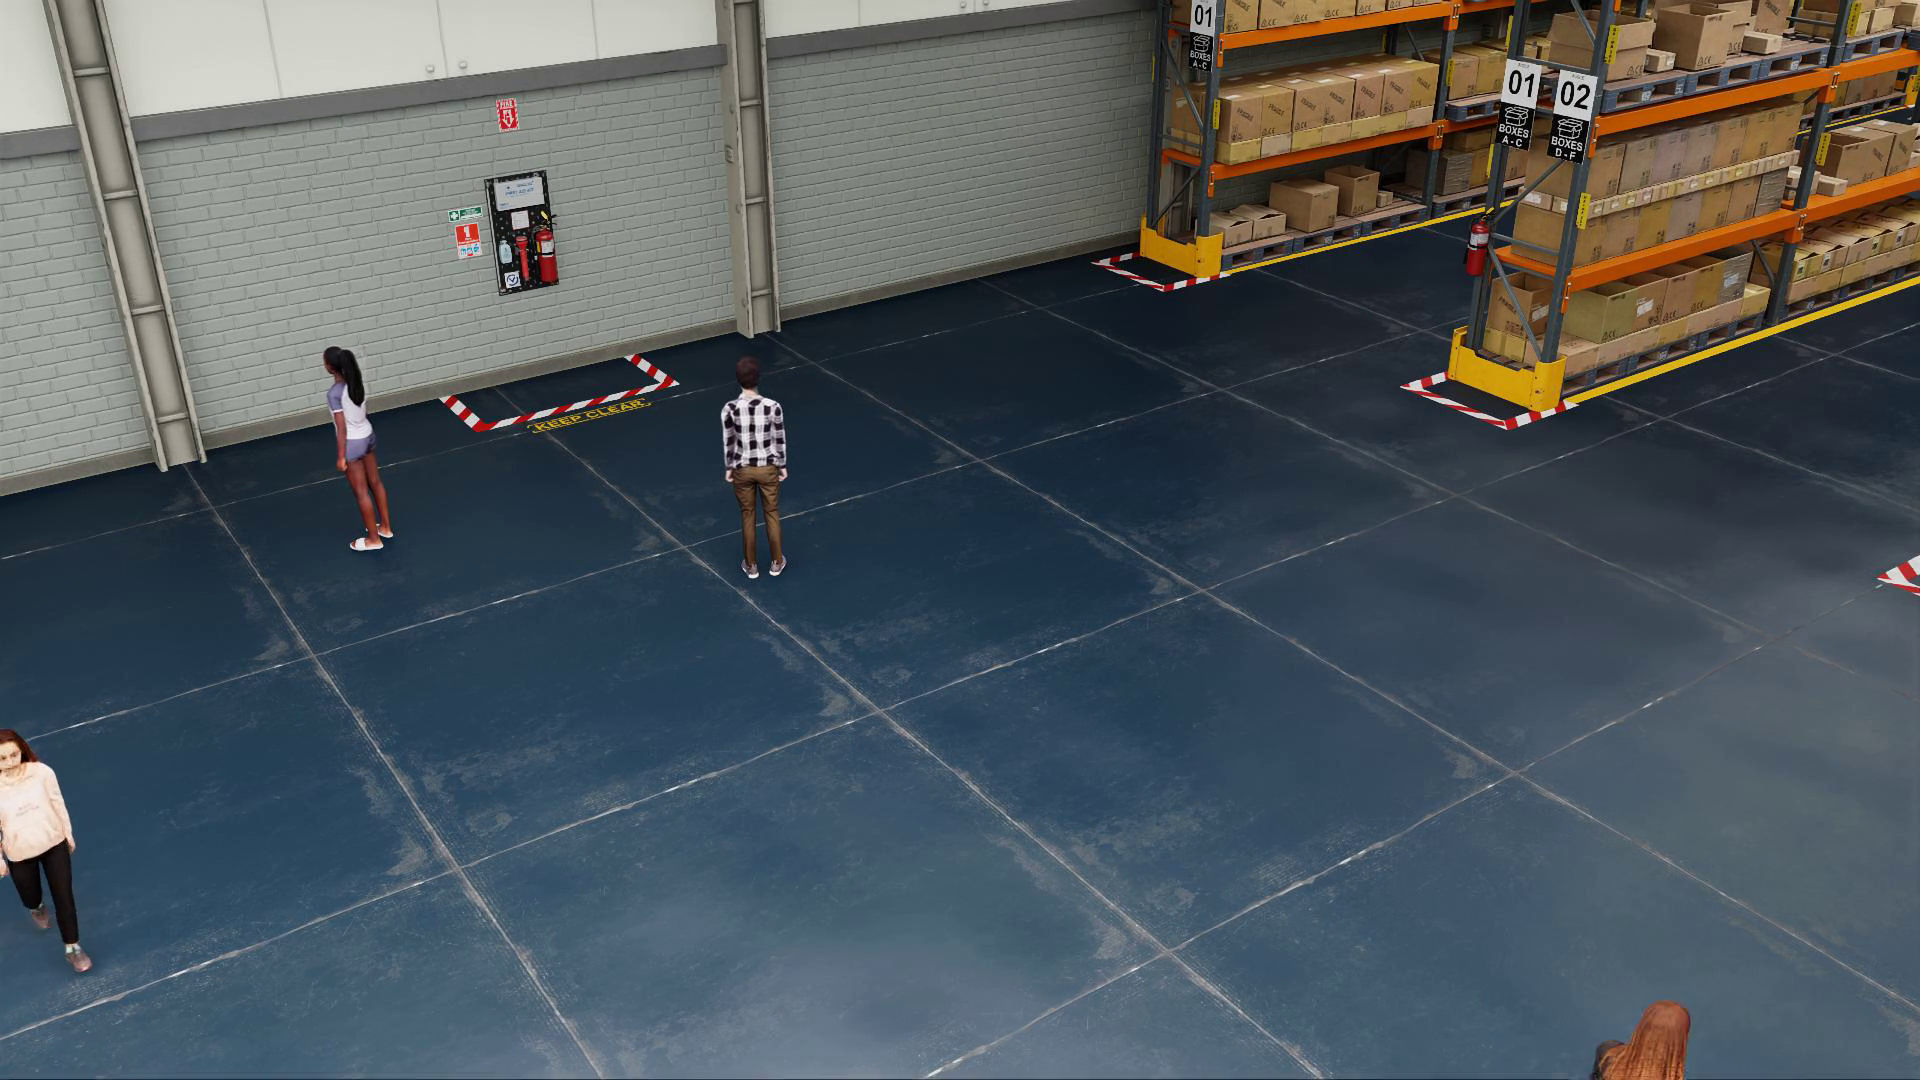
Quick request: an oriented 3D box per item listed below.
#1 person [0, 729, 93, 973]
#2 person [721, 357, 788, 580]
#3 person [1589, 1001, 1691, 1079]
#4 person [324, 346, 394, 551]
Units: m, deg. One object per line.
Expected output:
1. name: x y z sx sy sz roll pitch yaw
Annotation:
1. person: -5.024 1.644 9.003 0.826 1.465 0.691 -23 35 -37
2. person: -1.587 -0.561 12.910 0.618 1.808 0.761 -4 28 -8
3. person: 2.697 2.611 6.878 0.609 1.690 0.627 -13 30 -24
4. person: -4.858 -0.749 13.369 0.738 1.722 0.677 5 28 9
